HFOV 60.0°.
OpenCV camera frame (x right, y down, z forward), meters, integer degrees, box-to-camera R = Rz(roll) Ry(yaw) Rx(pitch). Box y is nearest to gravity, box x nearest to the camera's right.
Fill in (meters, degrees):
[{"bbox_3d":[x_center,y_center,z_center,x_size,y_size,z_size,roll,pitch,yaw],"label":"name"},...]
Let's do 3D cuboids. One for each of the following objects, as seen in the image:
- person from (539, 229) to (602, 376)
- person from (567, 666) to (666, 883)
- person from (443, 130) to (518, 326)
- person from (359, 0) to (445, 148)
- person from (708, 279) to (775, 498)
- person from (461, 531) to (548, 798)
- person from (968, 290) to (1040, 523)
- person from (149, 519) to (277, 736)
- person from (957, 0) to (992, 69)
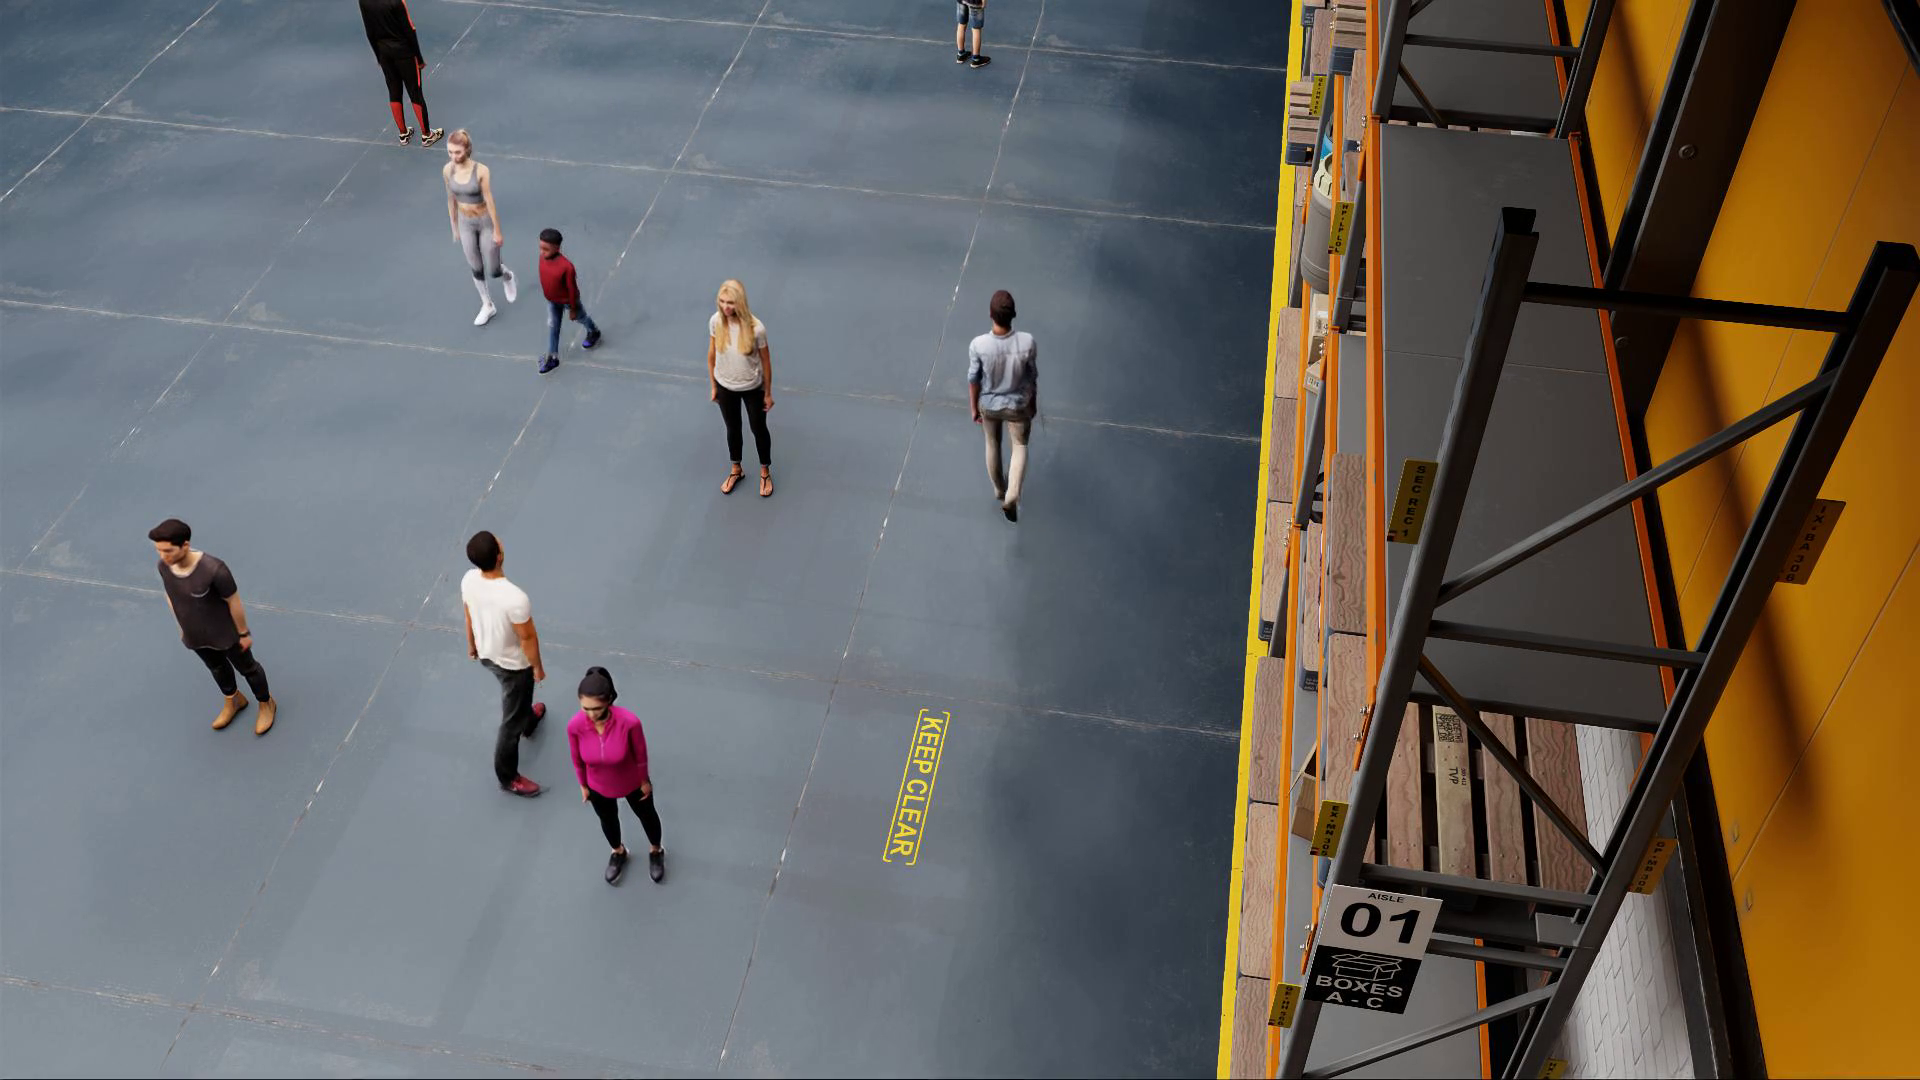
[{"bbox_3d":[-3.110,-1.964,13.241,0.678,1.221,0.957,21,47,21],"label":"person"},{"bbox_3d":[-1.946,1.346,9.429,0.629,1.698,0.630,-3,44,-3],"label":"person"},{"bbox_3d":[-3.884,-2.572,13.537,0.580,1.693,0.731,11,45,11],"label":"person"},{"bbox_3d":[-5.259,-4.538,15.518,0.607,1.808,0.509,7,44,7],"label":"person"},{"bbox_3d":[-1.557,-1.095,11.890,0.596,1.826,0.512,8,44,8],"label":"person"},{"bbox_3d":[-2.772,0.748,10.008,0.930,1.765,1.024,30,51,27],"label":"person"},{"bbox_3d":[0.315,-0.902,11.680,0.711,1.837,0.969,2,44,2],"label":"person"},{"bbox_3d":[-4.622,0.513,10.281,0.616,1.717,0.538,8,44,8],"label":"person"},{"bbox_3d":[0.102,-5.496,16.786,0.613,1.446,0.635,28,50,26],"label":"person"}]
